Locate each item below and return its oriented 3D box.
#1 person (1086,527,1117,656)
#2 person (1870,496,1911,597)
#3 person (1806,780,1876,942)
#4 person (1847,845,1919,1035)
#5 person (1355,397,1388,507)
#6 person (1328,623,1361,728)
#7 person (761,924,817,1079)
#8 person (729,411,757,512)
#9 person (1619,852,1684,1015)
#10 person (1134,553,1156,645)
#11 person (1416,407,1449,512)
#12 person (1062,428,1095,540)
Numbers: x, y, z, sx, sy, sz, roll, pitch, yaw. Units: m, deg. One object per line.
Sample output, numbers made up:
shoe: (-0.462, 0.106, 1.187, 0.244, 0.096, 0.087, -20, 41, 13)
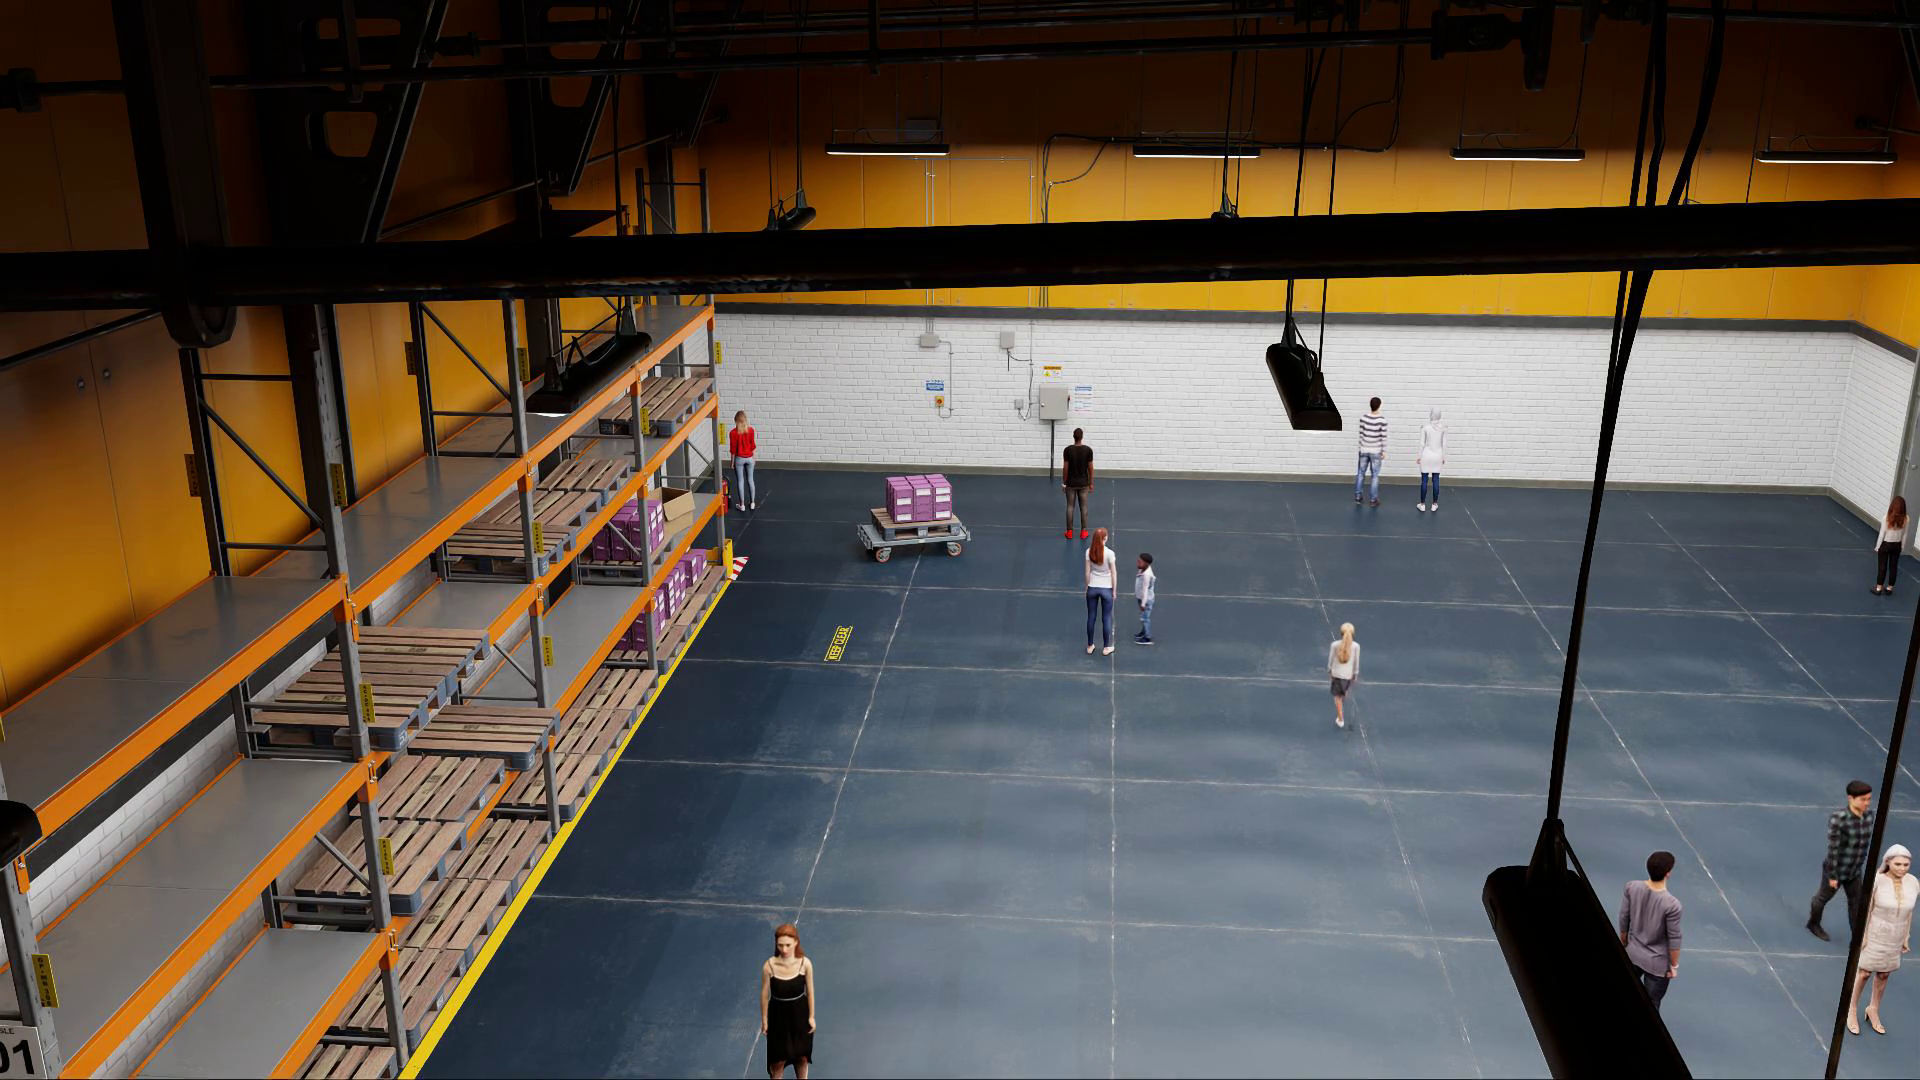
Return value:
person: (1.839, 0.669, 21.890, 0.610, 1.740, 0.601, 6, 20, 18)
person: (13.458, 0.082, 24.032, 0.530, 1.485, 0.486, 2, 19, 6)
person: (8.098, 2.957, 15.318, 0.900, 1.686, 1.095, -4, 19, -13)
person: (7.735, 3.341, 13.961, 0.609, 1.736, 0.560, 0, 19, 0)
person: (6.960, -1.516, 28.211, 0.706, 1.847, 0.674, 10, 21, 27)
person: (4.568, 1.626, 19.838, 0.553, 1.236, 0.902, 0, 19, -1)
person: (-1.332, 3.727, 12.989, 0.630, 1.624, 0.634, -3, 19, -9)
person: (-3.634, -1.339, 27.907, 0.688, 1.705, 0.692, -9, 21, -26)
person: (5.635, 3.390, 13.630, 0.797, 1.853, 0.723, -14, 23, -35)
person: (2.492, 0.766, 22.357, 0.533, 1.258, 0.412, 1, 19, 4)
person: (7.900, -1.365, 27.876, 0.611, 1.775, 0.525, 2, 19, 6)
person: (1.867, -0.909, 26.473, 0.653, 1.805, 0.529, 1, 19, 2)
